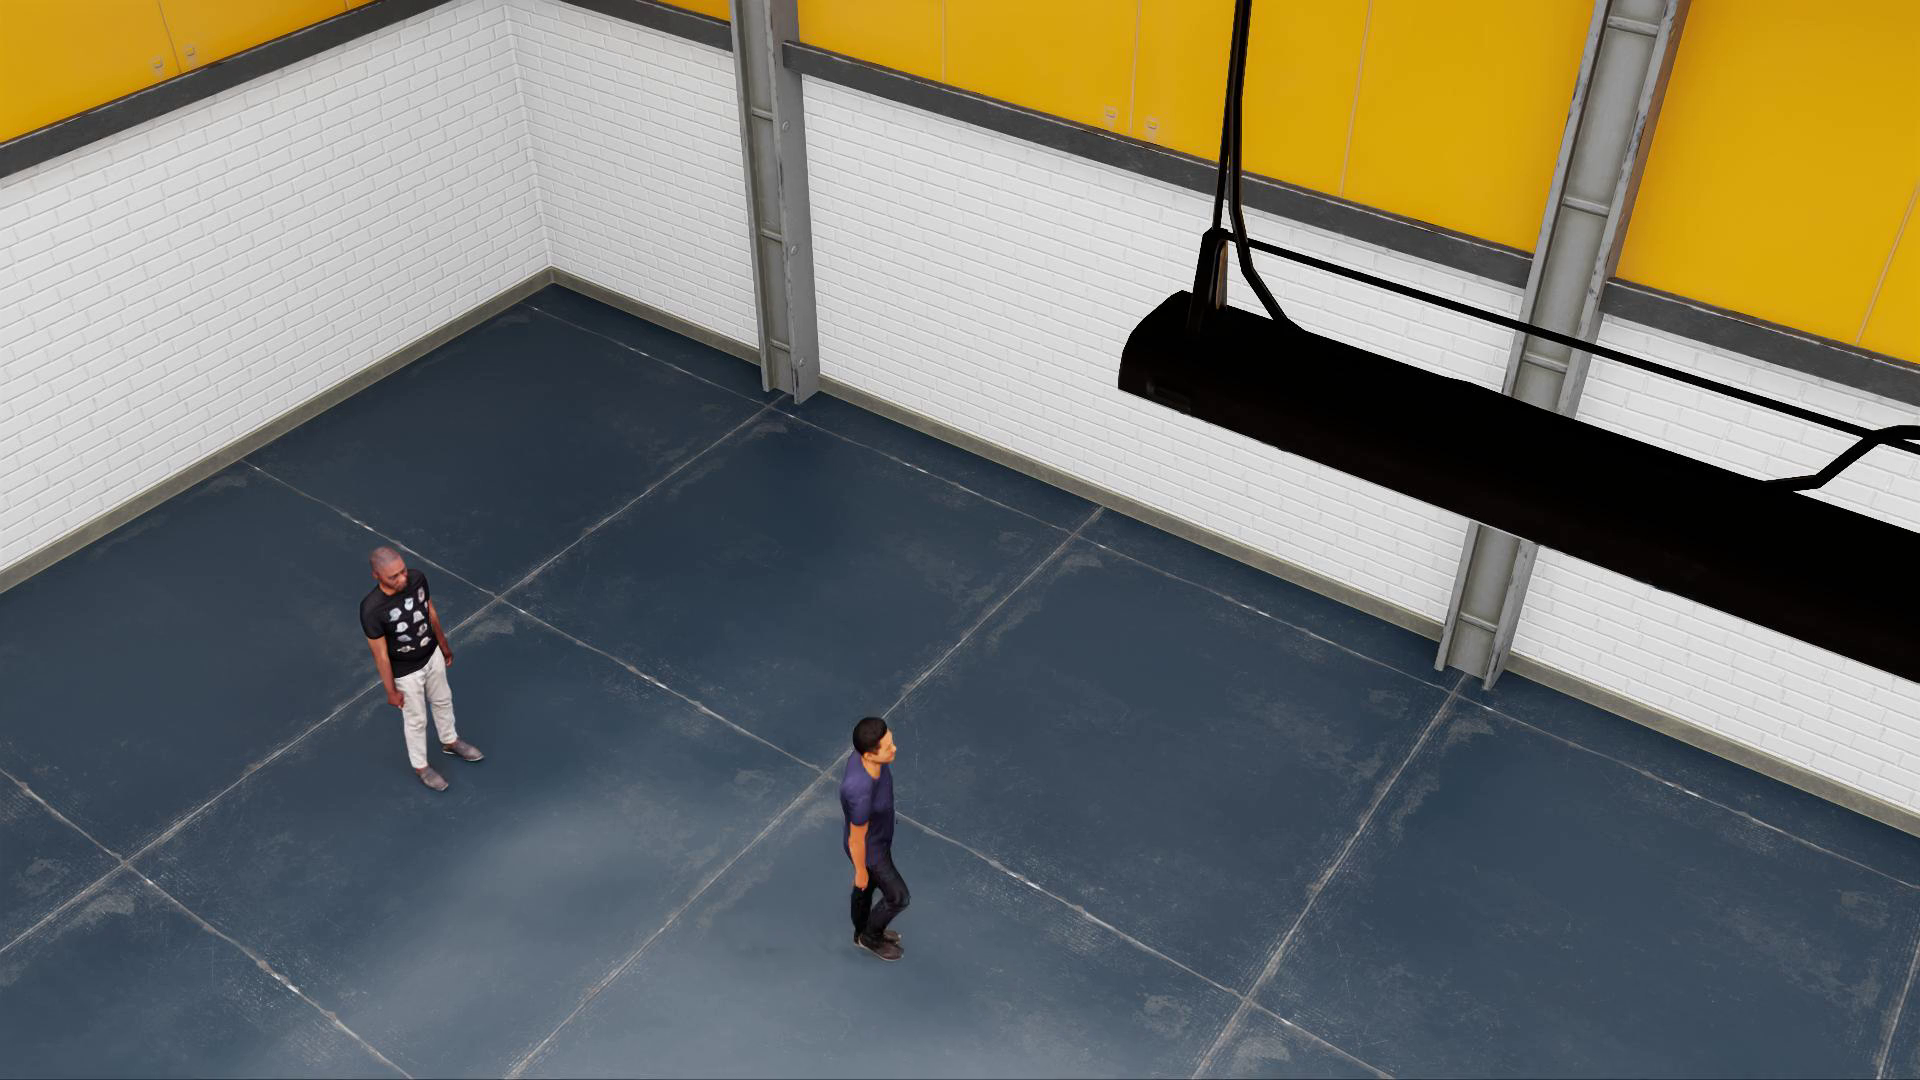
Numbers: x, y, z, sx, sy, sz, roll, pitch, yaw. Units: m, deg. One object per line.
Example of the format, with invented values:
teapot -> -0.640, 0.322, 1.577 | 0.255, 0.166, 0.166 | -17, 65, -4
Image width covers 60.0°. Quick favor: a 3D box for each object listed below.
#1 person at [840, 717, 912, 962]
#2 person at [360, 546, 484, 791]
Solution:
person -> -0.568, 1.624, 9.010 | 0.776, 1.785, 0.767 | 3, 39, 4
person -> -3.327, 0.739, 10.105 | 0.628, 1.801, 0.681 | 19, 42, 22
